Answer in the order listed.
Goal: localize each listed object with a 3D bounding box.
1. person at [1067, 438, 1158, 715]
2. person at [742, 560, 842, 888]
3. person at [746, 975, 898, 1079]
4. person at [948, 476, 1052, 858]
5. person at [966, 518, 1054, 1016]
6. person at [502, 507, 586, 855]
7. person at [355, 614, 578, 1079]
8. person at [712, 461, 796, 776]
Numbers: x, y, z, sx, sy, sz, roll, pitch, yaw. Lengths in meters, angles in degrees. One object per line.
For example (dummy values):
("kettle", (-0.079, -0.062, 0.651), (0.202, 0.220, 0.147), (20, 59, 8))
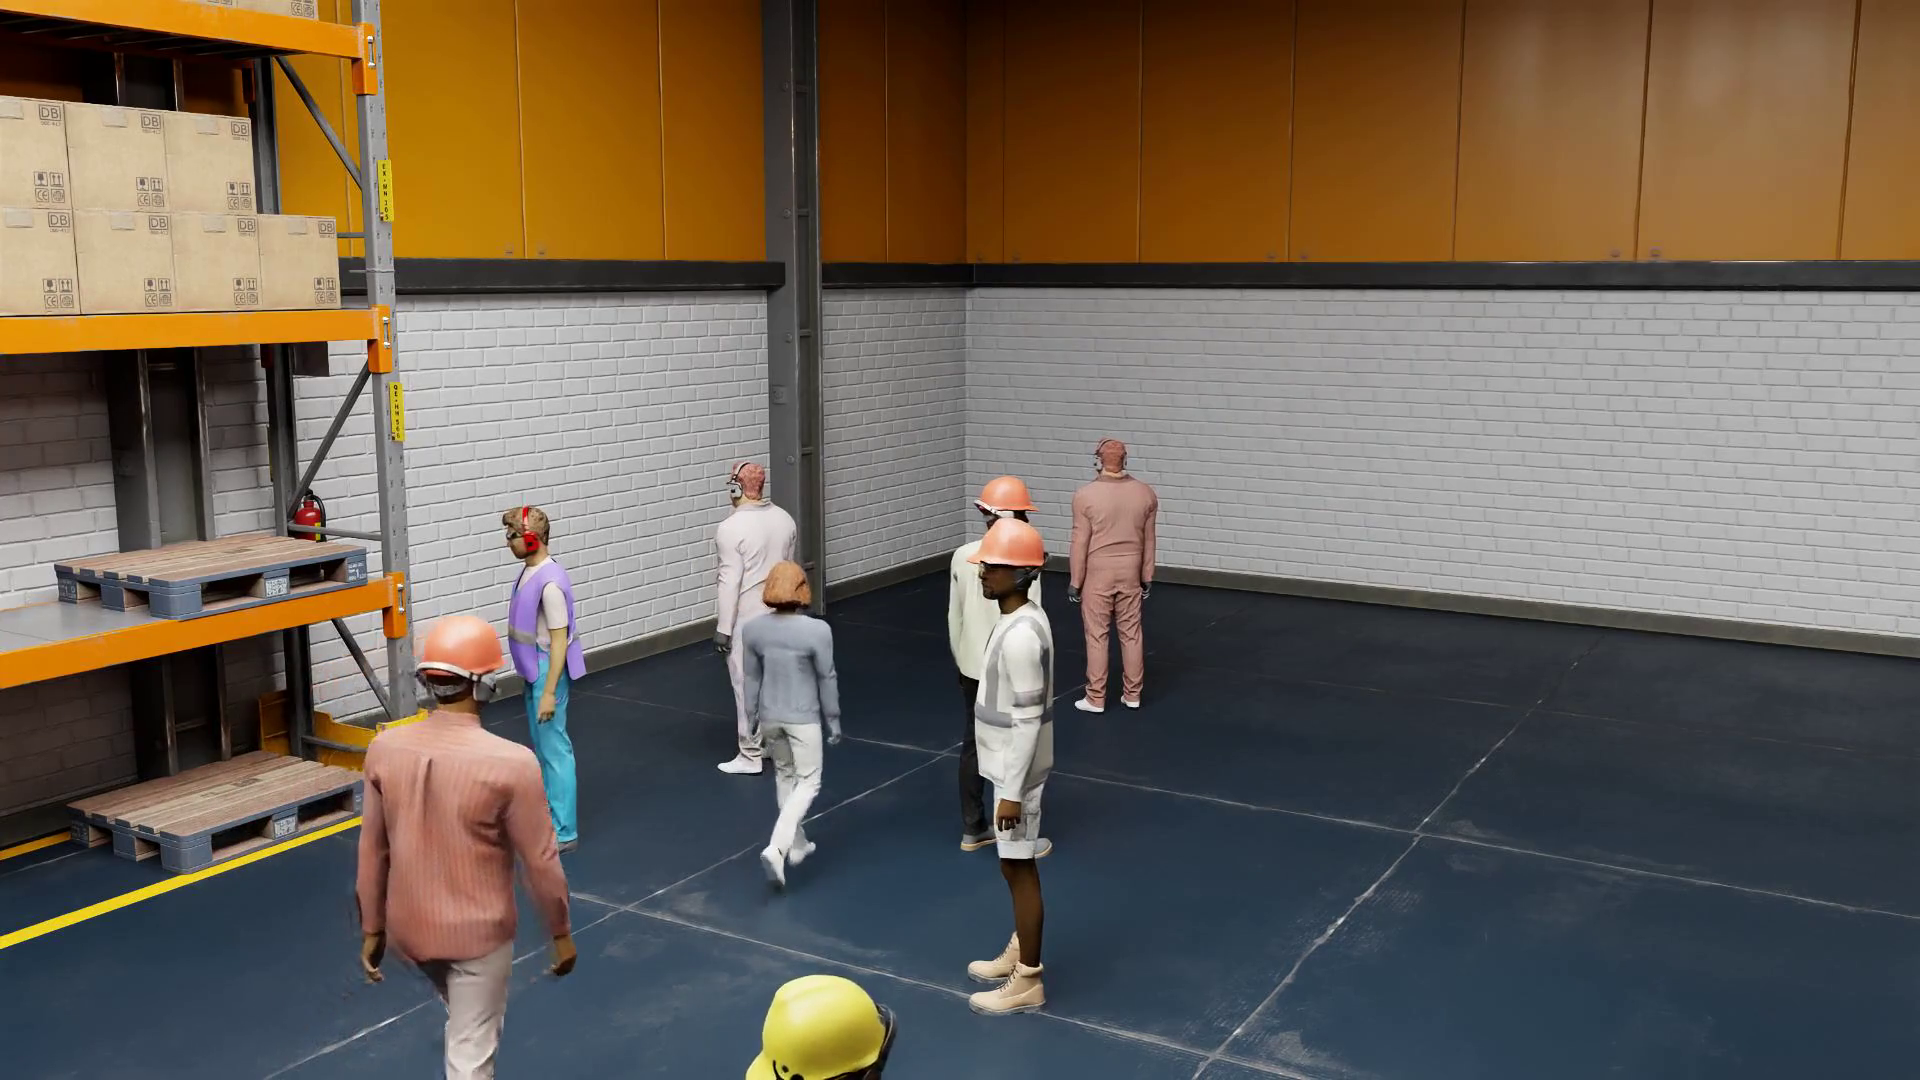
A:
("person", (1.032, 0.250, 11.484), (0.652, 1.904, 0.404), (-4, 10, -21))
("person", (-0.867, 0.901, 8.308), (0.506, 1.609, 0.702), (4, 10, 22))
("person", (-0.224, 1.658, 3.180), (0.341, 1.754, 0.531), (-1, 9, -9))
("person", (0.207, 0.664, 8.633), (0.391, 1.991, 0.613), (-9, 13, -43))
("person", (0.199, 0.923, 6.839), (0.367, 2.046, 0.615), (0, 9, 1))
("person", (-2.159, 0.734, 8.674), (0.388, 1.837, 0.563), (-4, 10, -25))
("person", (-1.536, 1.203, 5.333), (0.662, 1.964, 0.751), (3, 10, 20))
("person", (-1.276, 0.470, 10.108), (0.402, 1.906, 0.652), (6, 11, 33))
